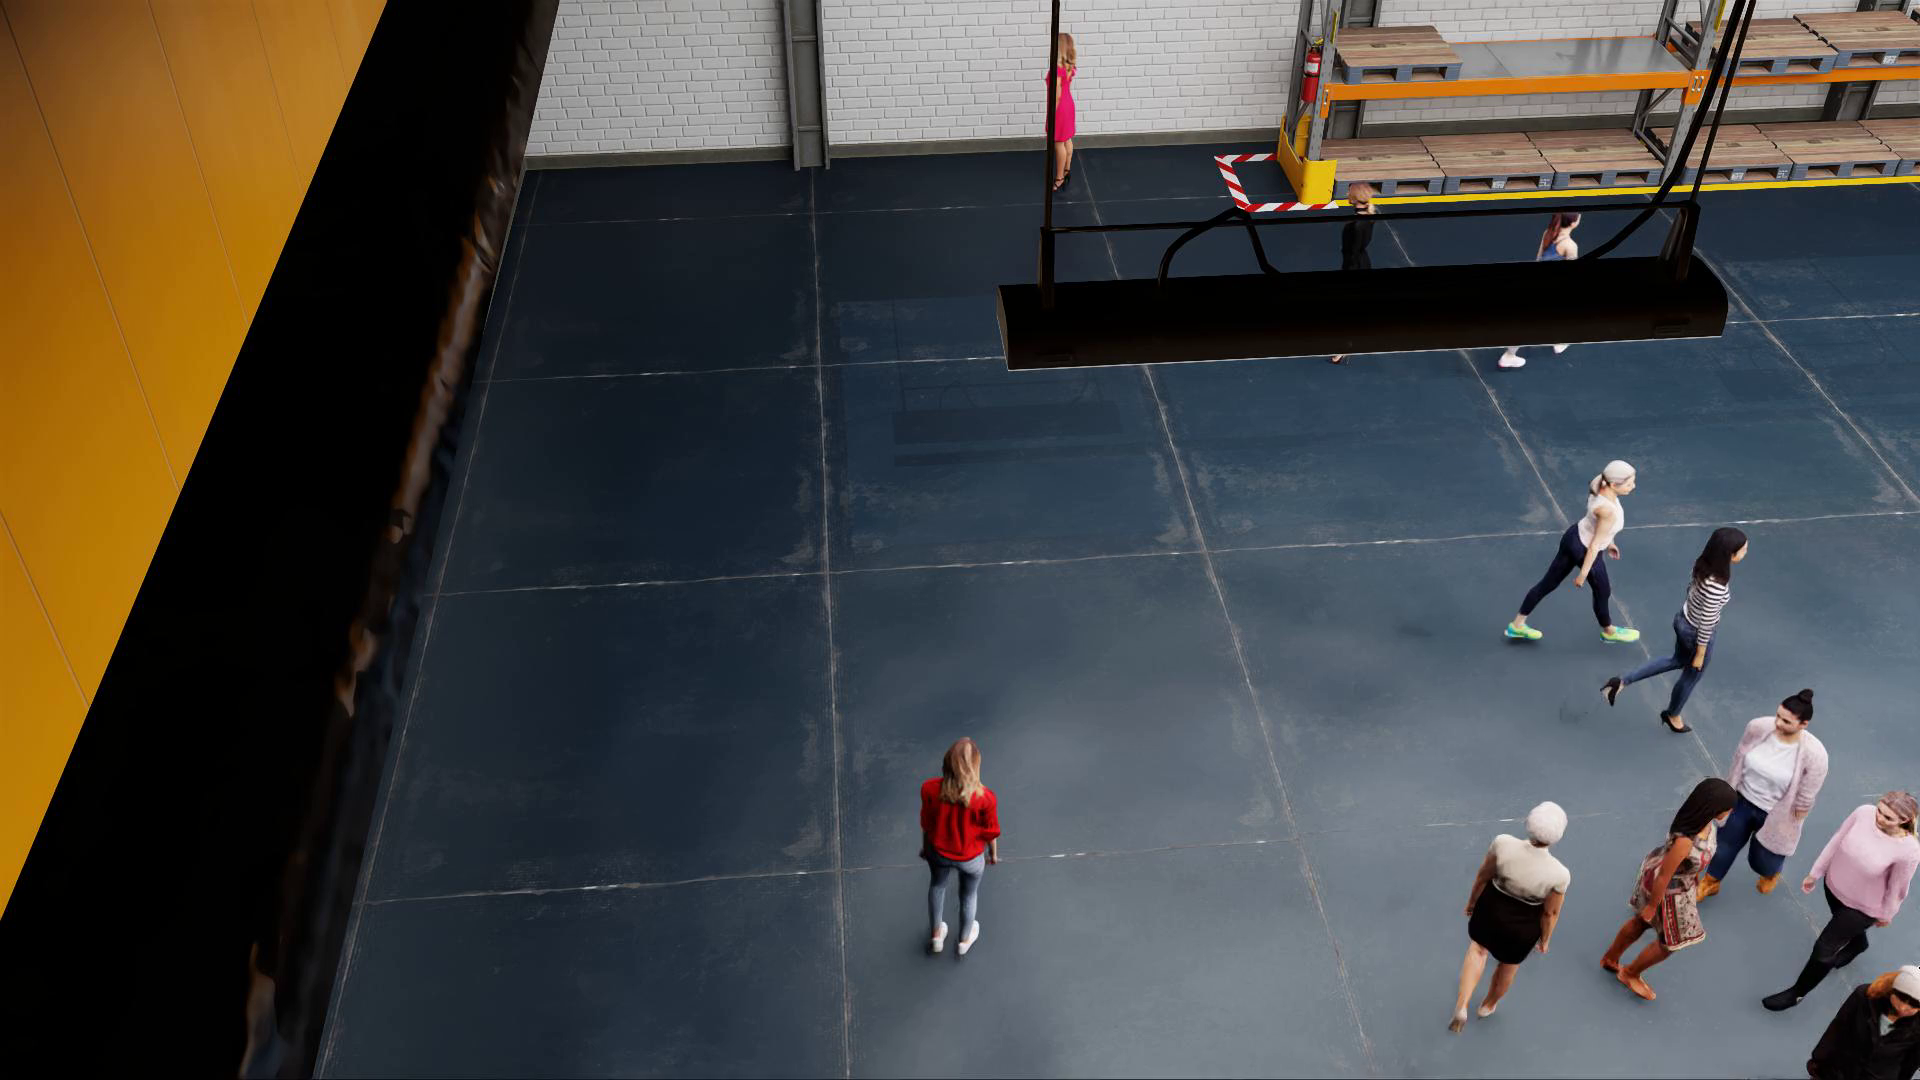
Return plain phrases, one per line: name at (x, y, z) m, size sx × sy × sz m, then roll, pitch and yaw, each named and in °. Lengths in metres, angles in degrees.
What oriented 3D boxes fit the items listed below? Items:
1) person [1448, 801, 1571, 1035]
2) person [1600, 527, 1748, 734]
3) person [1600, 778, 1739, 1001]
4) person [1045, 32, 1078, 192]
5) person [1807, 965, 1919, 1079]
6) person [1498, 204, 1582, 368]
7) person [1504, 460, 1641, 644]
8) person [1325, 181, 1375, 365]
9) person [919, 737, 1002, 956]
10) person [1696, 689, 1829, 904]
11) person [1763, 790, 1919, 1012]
person at (3.006, 2.163, 9.223) m, size 0.918 × 1.734 × 0.965 m, roll 28°, pitch 47°, yaw 31°
person at (4.798, 0.627, 11.114) m, size 0.969 × 1.775 × 0.731 m, roll 6°, pitch 39°, yaw 8°
person at (3.986, 1.958, 9.574) m, size 0.864 × 1.617 × 0.807 m, roll 26°, pitch 45°, yaw 28°
person at (1.083, -4.545, 17.627) m, size 0.690 × 1.729 × 0.661 m, roll 17°, pitch 42°, yaw 20°
person at (4.688, 2.697, 8.644) m, size 0.899 × 1.623 × 0.970 m, roll 29°, pitch 47°, yaw 31°
person at (5.173, -2.212, 14.838) m, size 1.092 × 1.564 × 0.692 m, roll -10°, pitch 40°, yaw -12°
person at (4.350, 0.113, 11.862) m, size 1.221 × 1.645 × 0.746 m, roll 4°, pitch 39°, yaw 5°
person at (3.510, -2.397, 14.906) m, size 0.681 × 1.767 × 0.664 m, roll 17°, pitch 42°, yaw 20°
person at (-0.038, 1.822, 9.678) m, size 0.590 × 1.700 × 0.760 m, roll 9°, pitch 39°, yaw 11°
person at (4.877, 1.559, 9.978) m, size 0.989 × 1.735 × 0.915 m, roll -22°, pitch 44°, yaw -25°
person at (5.175, 1.989, 9.508) m, size 1.148 × 1.651 × 0.777 m, roll -15°, pitch 41°, yaw -18°
